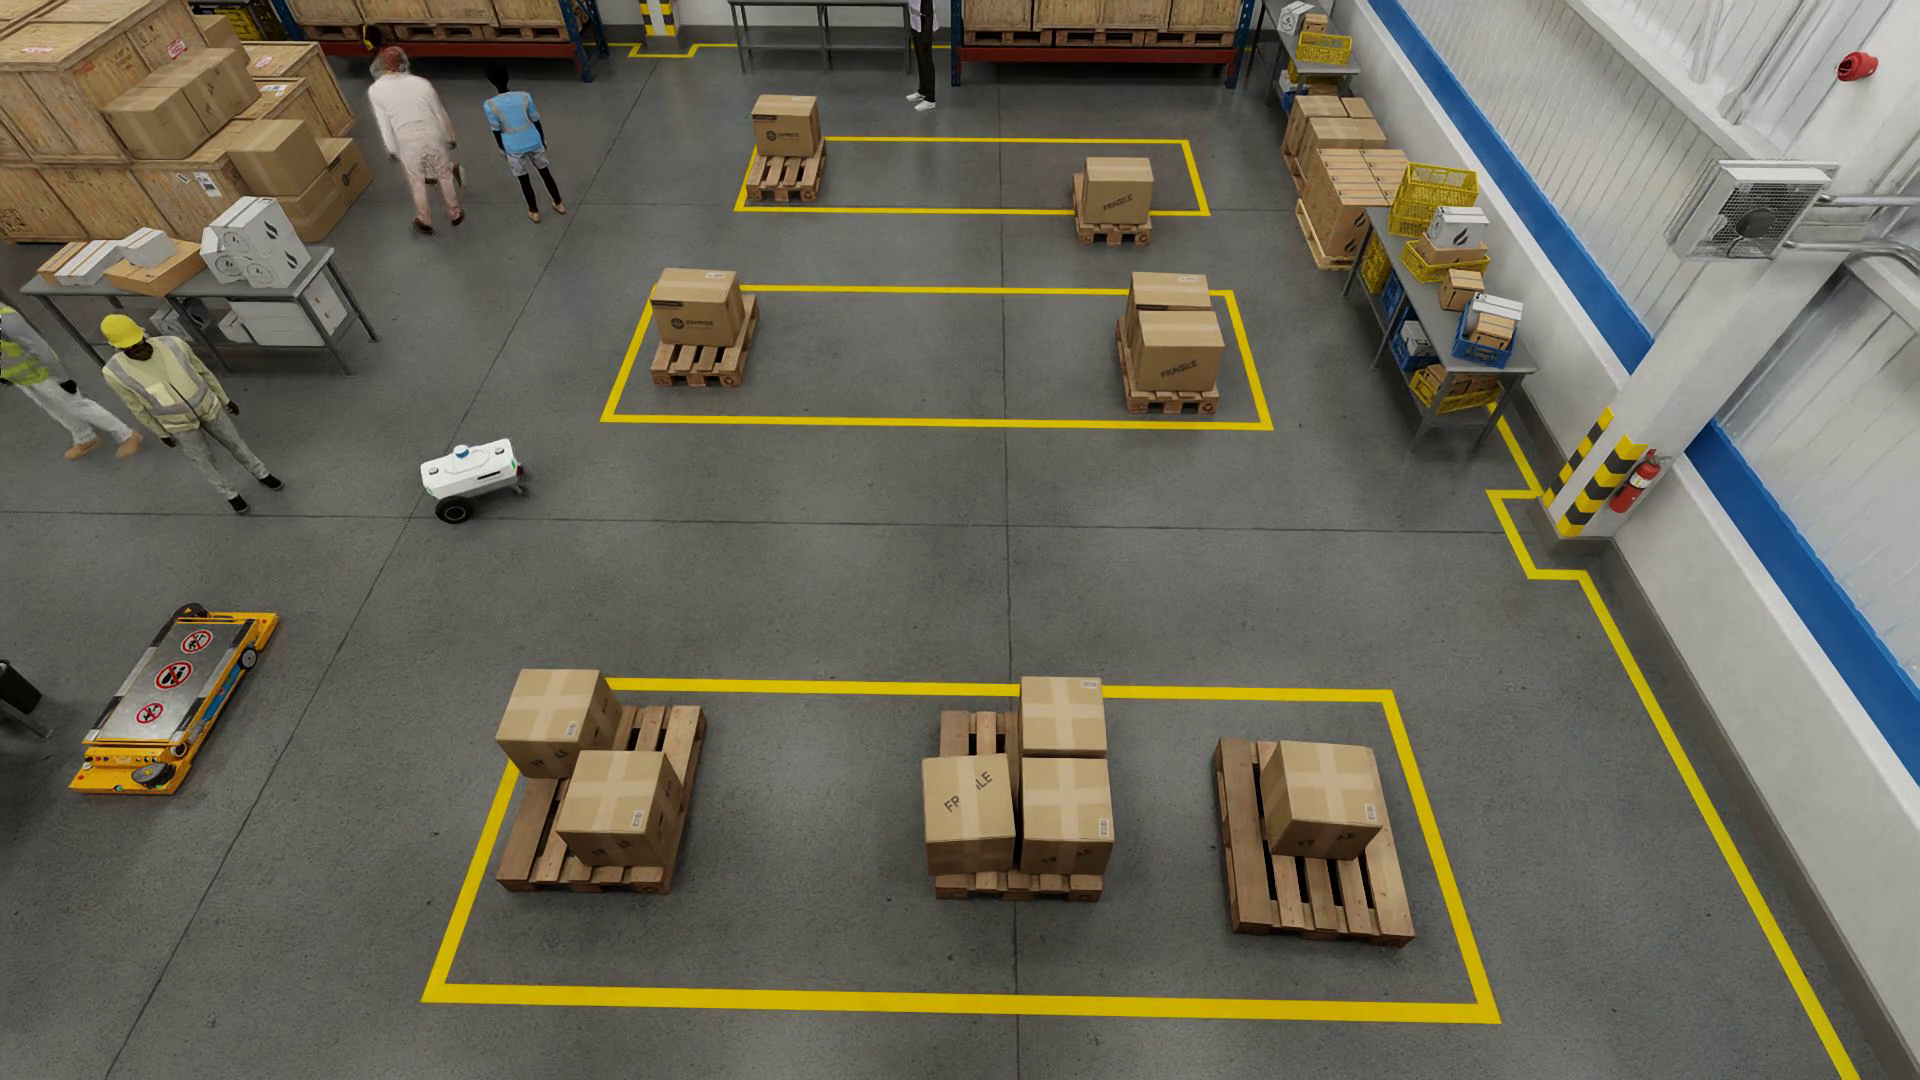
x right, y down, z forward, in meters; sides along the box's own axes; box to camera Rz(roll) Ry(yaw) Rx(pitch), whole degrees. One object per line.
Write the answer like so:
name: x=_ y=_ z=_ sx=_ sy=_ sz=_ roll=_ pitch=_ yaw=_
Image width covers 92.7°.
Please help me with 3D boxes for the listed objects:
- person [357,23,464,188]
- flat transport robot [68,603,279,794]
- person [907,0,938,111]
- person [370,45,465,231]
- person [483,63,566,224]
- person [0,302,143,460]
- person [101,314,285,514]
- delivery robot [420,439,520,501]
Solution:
person: x=-6.271 y=-4.889 z=10.463 sx=0.710 sy=1.846 sz=0.521 roll=10 pitch=50 yaw=8
flat transport robot: x=-5.504 y=1.072 z=6.442 sx=0.652 sy=0.197 sz=1.431 roll=1 pitch=50 yaw=1
person: x=-0.489 y=-6.607 z=11.870 sx=0.391 sy=1.917 sz=0.587 roll=-14 pitch=51 yaw=-11
person: x=-5.894 y=-4.358 z=10.003 sx=0.746 sy=1.862 sz=0.422 roll=-23 pitch=53 yaw=-18
person: x=-4.820 y=-4.362 z=10.119 sx=0.537 sy=1.690 sz=0.320 roll=-32 pitch=57 yaw=-24
person: x=-7.635 y=-1.389 z=7.510 sx=0.665 sy=1.843 sz=0.430 roll=14 pitch=51 yaw=11
person: x=-6.016 y=-0.994 z=7.173 sx=0.404 sy=1.834 sz=0.591 roll=28 pitch=55 yaw=22
delivery robot: x=-4.045 y=-0.583 z=7.599 sx=0.707 sy=0.478 sz=0.477 roll=-21 pitch=53 yaw=-17
